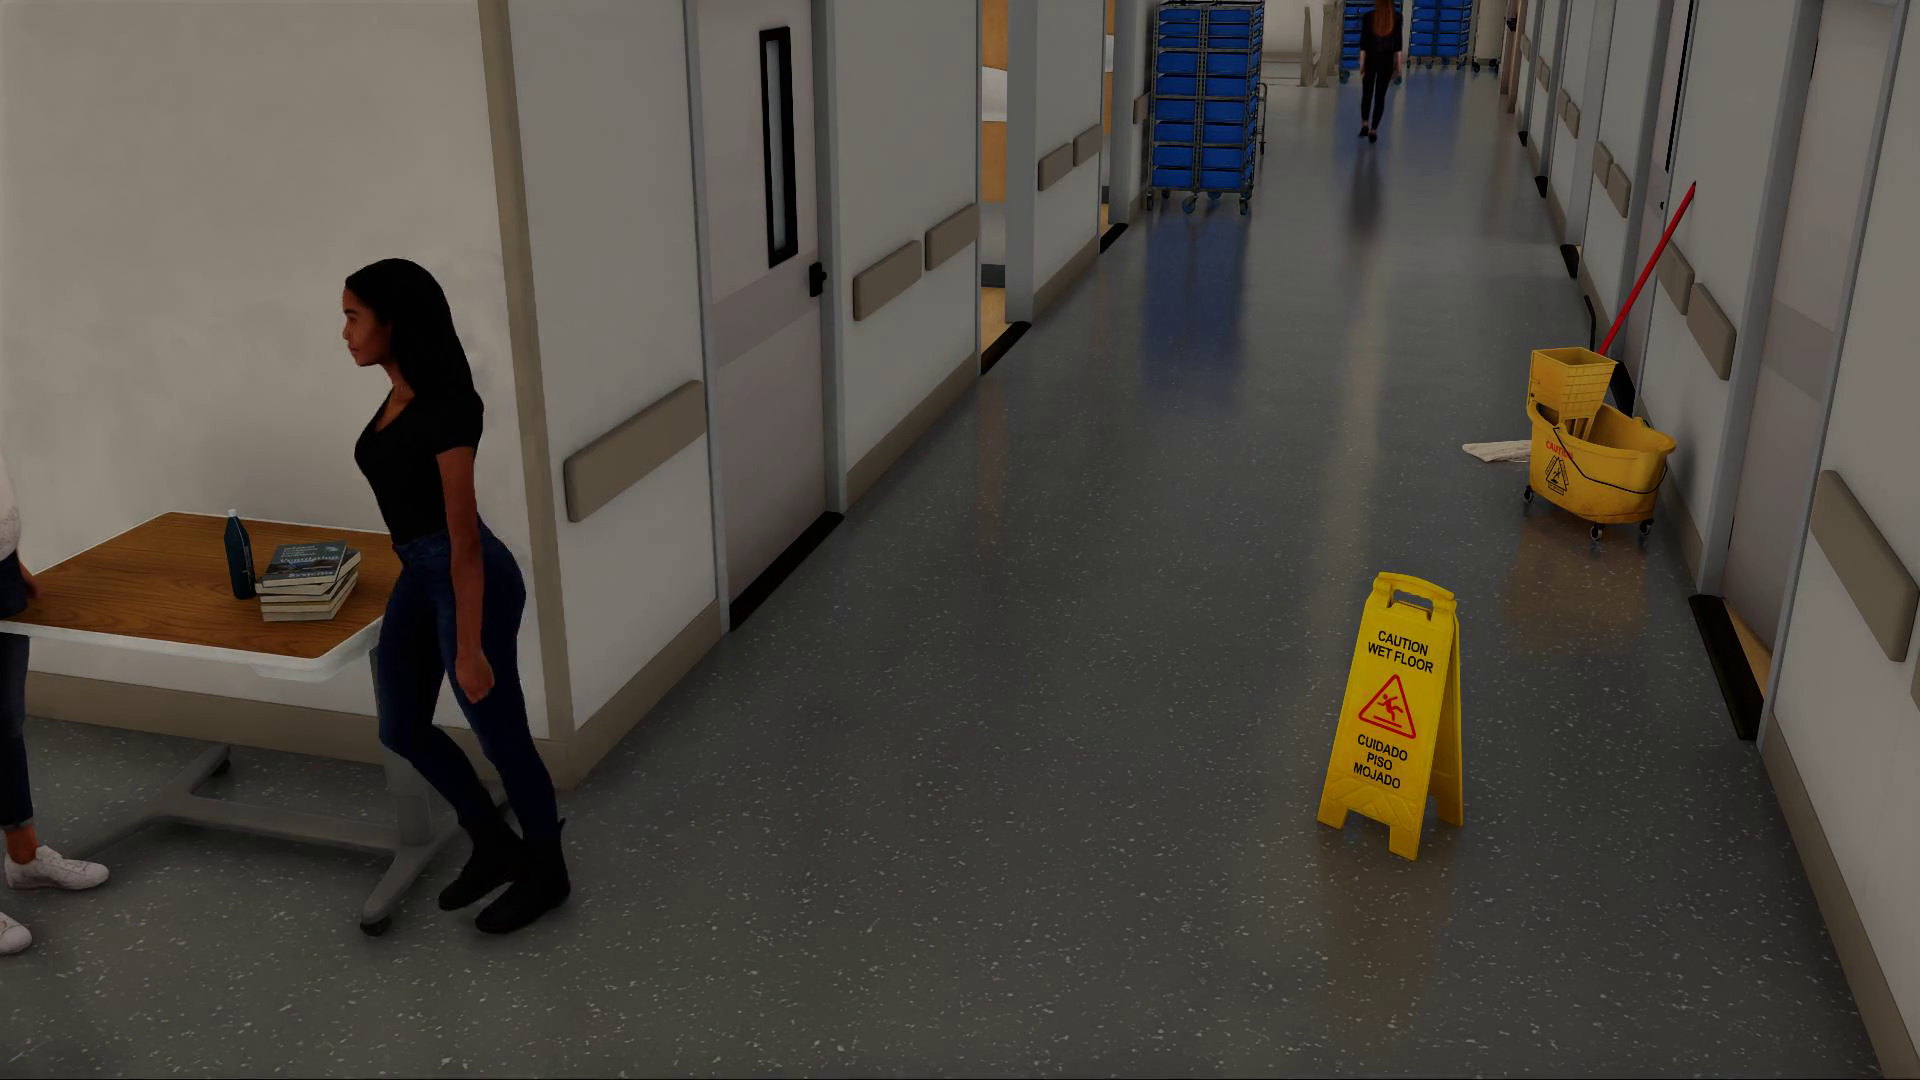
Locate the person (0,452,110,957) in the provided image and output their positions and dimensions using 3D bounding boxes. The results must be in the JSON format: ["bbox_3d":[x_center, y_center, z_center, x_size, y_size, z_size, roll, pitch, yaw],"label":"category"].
[{"bbox_3d":[-2.491,0.123,4.078,0.665,1.809,0.450,4,21,11],"label":"person"}]

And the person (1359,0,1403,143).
[{"bbox_3d":[4.673,-5.306,18.567,0.618,1.698,0.608,7,22,17],"label":"person"}]

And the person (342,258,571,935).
[{"bbox_3d":[-1.171,0.153,4.122,0.854,1.722,0.815,-17,26,-37],"label":"person"}]
